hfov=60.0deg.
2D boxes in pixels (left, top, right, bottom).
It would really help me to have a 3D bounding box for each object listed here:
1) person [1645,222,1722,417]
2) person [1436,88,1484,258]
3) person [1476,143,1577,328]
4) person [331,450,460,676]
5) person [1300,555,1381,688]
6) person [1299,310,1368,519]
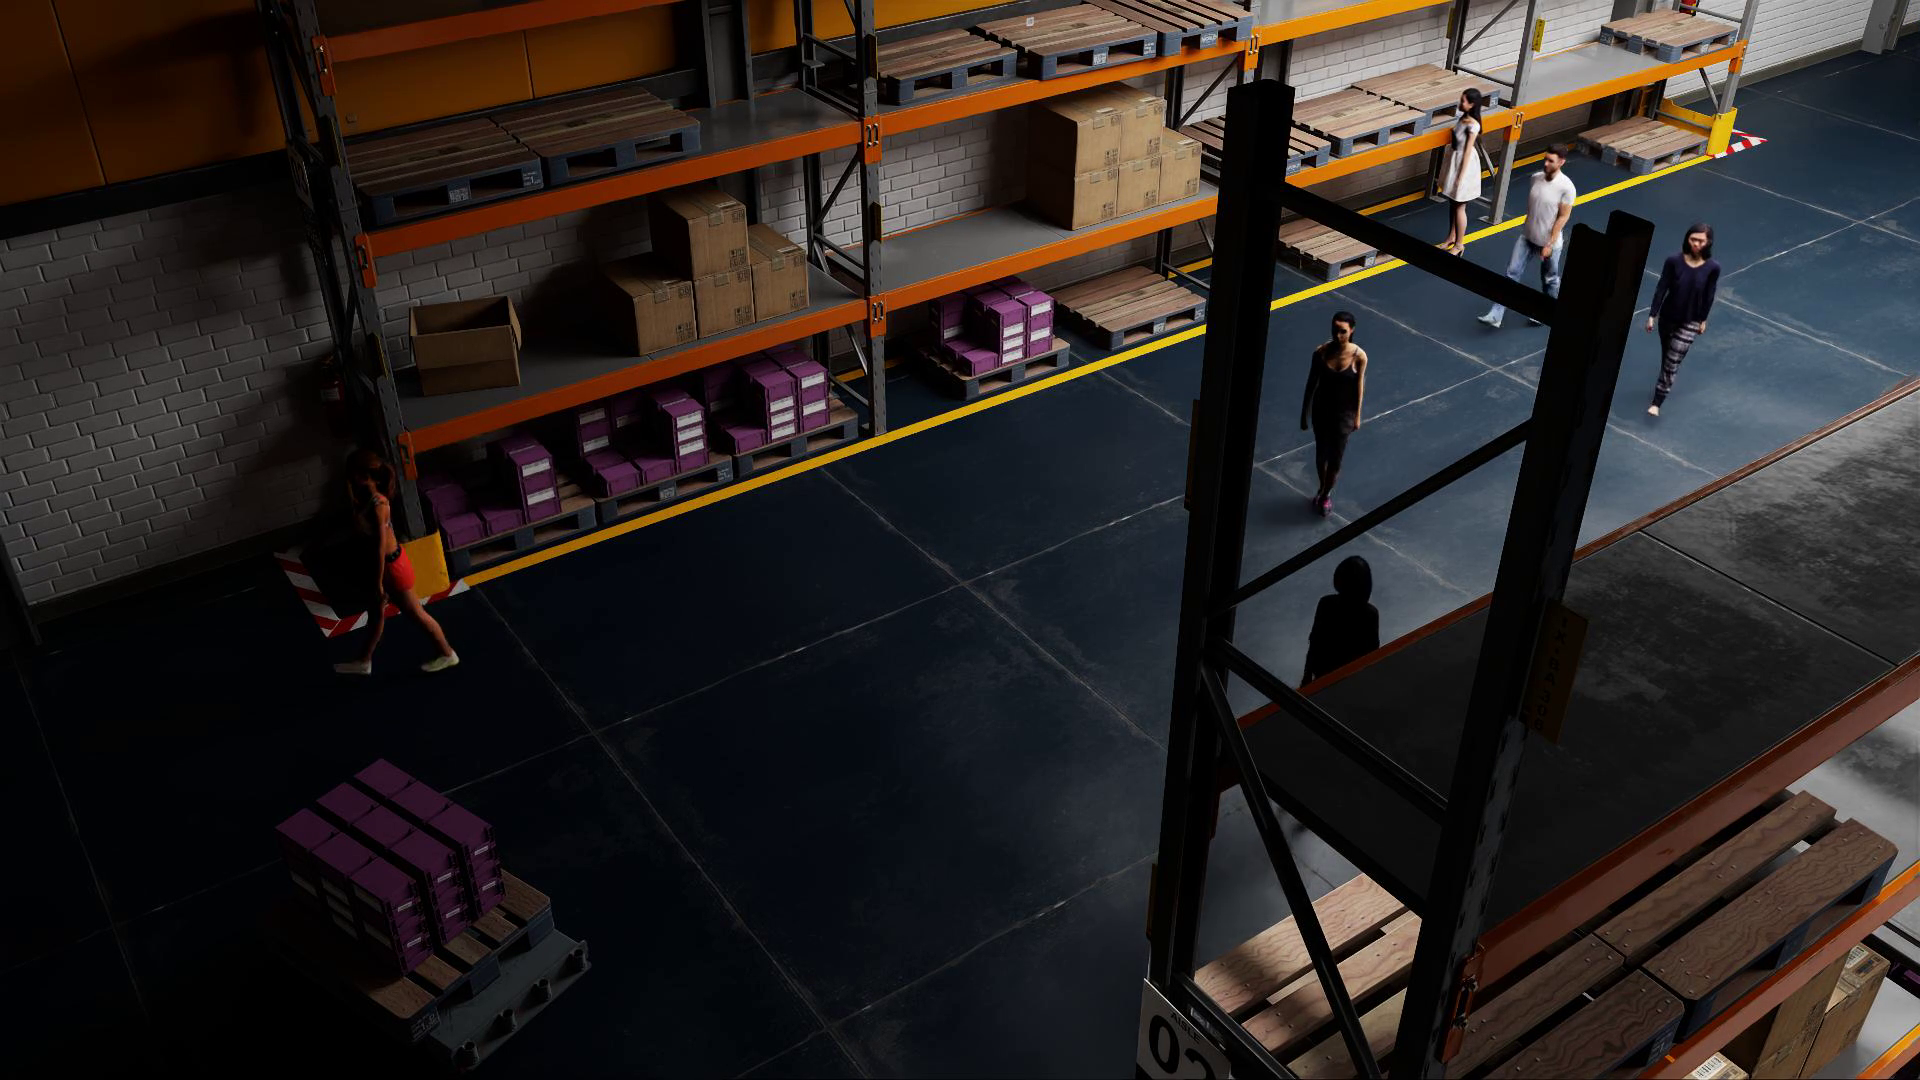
[{"bbox_3d":[6.235,-1.946,14.377,0.907,1.677,1.174,18,38,25],"label":"person"},{"bbox_3d":[5.112,-3.741,16.994,0.821,1.769,0.783,1,34,1],"label":"person"},{"bbox_3d":[5.510,-2.824,15.583,1.142,1.803,0.669,-20,39,-28],"label":"person"},{"bbox_3d":[-3.719,0.188,11.099,1.110,1.751,0.769,-13,36,-18],"label":"person"},{"bbox_3d":[2.286,0.891,10.122,0.960,1.662,1.218,15,36,21],"label":"person"},{"bbox_3d":[2.927,-1.028,12.960,0.743,1.715,0.799,13,36,18],"label":"person"}]
